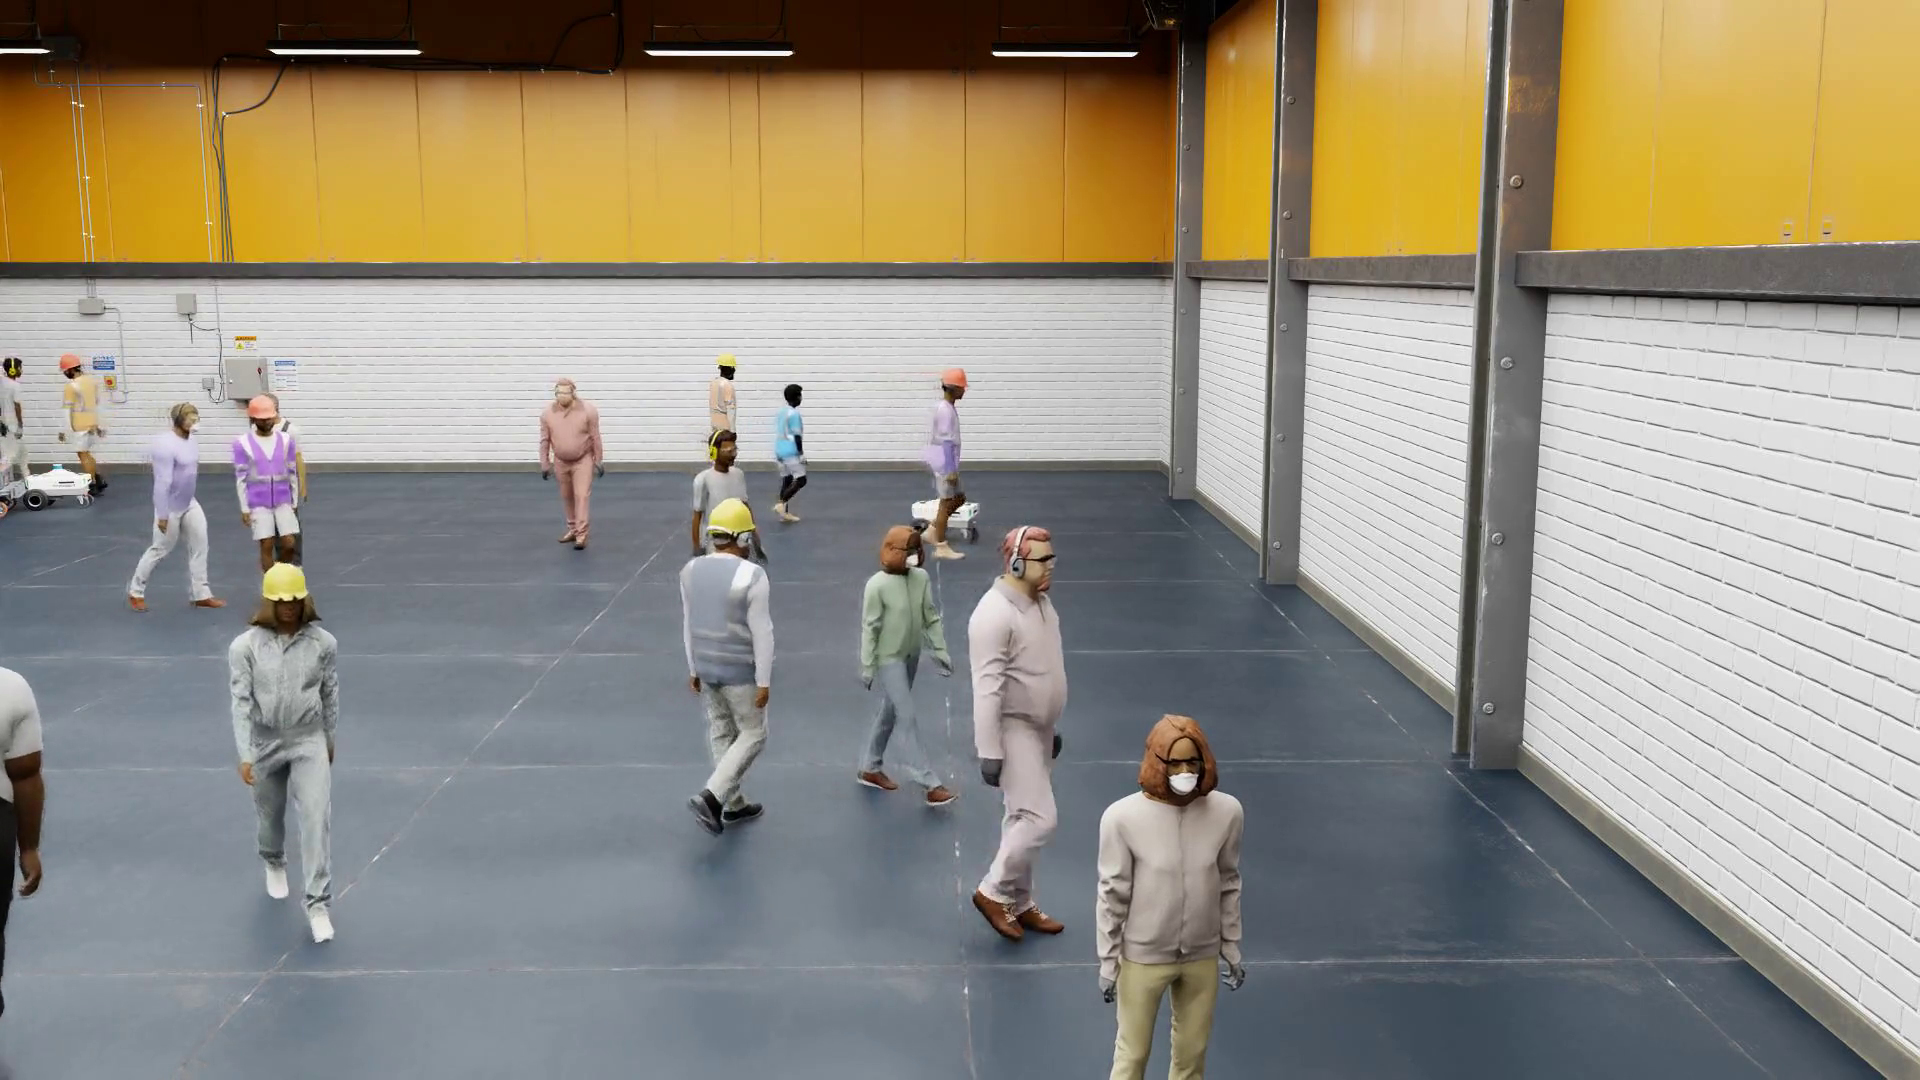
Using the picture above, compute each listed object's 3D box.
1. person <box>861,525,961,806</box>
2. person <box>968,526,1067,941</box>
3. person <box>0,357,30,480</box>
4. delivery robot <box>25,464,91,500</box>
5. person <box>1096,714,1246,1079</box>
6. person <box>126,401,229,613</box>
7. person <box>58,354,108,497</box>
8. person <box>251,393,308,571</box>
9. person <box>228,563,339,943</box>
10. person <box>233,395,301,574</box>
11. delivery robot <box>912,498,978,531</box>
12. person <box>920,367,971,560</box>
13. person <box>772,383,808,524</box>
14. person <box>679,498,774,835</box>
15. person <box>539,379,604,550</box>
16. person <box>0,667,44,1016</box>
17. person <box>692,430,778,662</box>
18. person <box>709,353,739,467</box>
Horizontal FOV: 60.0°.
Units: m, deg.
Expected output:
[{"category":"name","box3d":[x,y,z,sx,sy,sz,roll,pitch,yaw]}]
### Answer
[{"category":"person","box3d":[-0.284,0.706,9.450,0.841,1.588,0.518,7,12,38]},{"category":"person","box3d":[0.303,0.874,7.496,0.432,1.894,0.669,4,10,23]},{"category":"person","box3d":[-13.101,-1.600,22.899,0.535,1.836,0.844,6,11,35]},{"category":"delivery robot","box3d":[-11.420,-0.717,21.080,0.707,0.478,0.477,-3,10,-16]},{"category":"person","box3d":[0.681,1.354,5.370,0.507,1.631,0.266,-3,10,-16]},{"category":"person","box3d":[-7.037,-0.289,14.726,0.862,1.893,0.651,1,9,5]},{"category":"person","box3d":[-11.677,-1.514,22.129,0.461,1.899,0.574,1,9,8]},{"category":"person","box3d":[-6.719,-0.546,16.433,0.611,1.828,0.434,2,10,13]},{"category":"person","box3d":[-3.136,0.931,7.757,0.481,1.703,0.898,-5,11,-28]},{"category":"person","box3d":[-6.190,-0.343,14.899,0.543,1.920,0.447,-7,11,-35]},{"category":"delivery robot","box3d":[-0.166,-0.302,18.535,0.707,0.478,0.477,2,9,13]},{"category":"person","box3d":[-0.118,-0.785,17.307,0.468,2.029,0.638,0,9,3]},{"category":"person","box3d":[-2.022,-1.000,19.740,0.379,1.644,0.557,-4,10,-23]},{"category":"person","box3d":[-1.264,0.690,8.870,0.599,1.819,0.590,6,11,32]},{"category":"person","box3d":[-4.265,-0.842,18.187,0.668,1.852,0.865,1,9,4]},{"category":"person","box3d":[-3.707,1.051,5.982,0.699,2.000,1.004,-7,12,-38]},{"category":"person","box3d":[-1.735,0.069,12.664,0.961,1.819,0.538,6,11,31]},{"category":"person","box3d":[-3.101,-1.505,22.009,0.375,1.922,0.594,-6,11,-32]}]
